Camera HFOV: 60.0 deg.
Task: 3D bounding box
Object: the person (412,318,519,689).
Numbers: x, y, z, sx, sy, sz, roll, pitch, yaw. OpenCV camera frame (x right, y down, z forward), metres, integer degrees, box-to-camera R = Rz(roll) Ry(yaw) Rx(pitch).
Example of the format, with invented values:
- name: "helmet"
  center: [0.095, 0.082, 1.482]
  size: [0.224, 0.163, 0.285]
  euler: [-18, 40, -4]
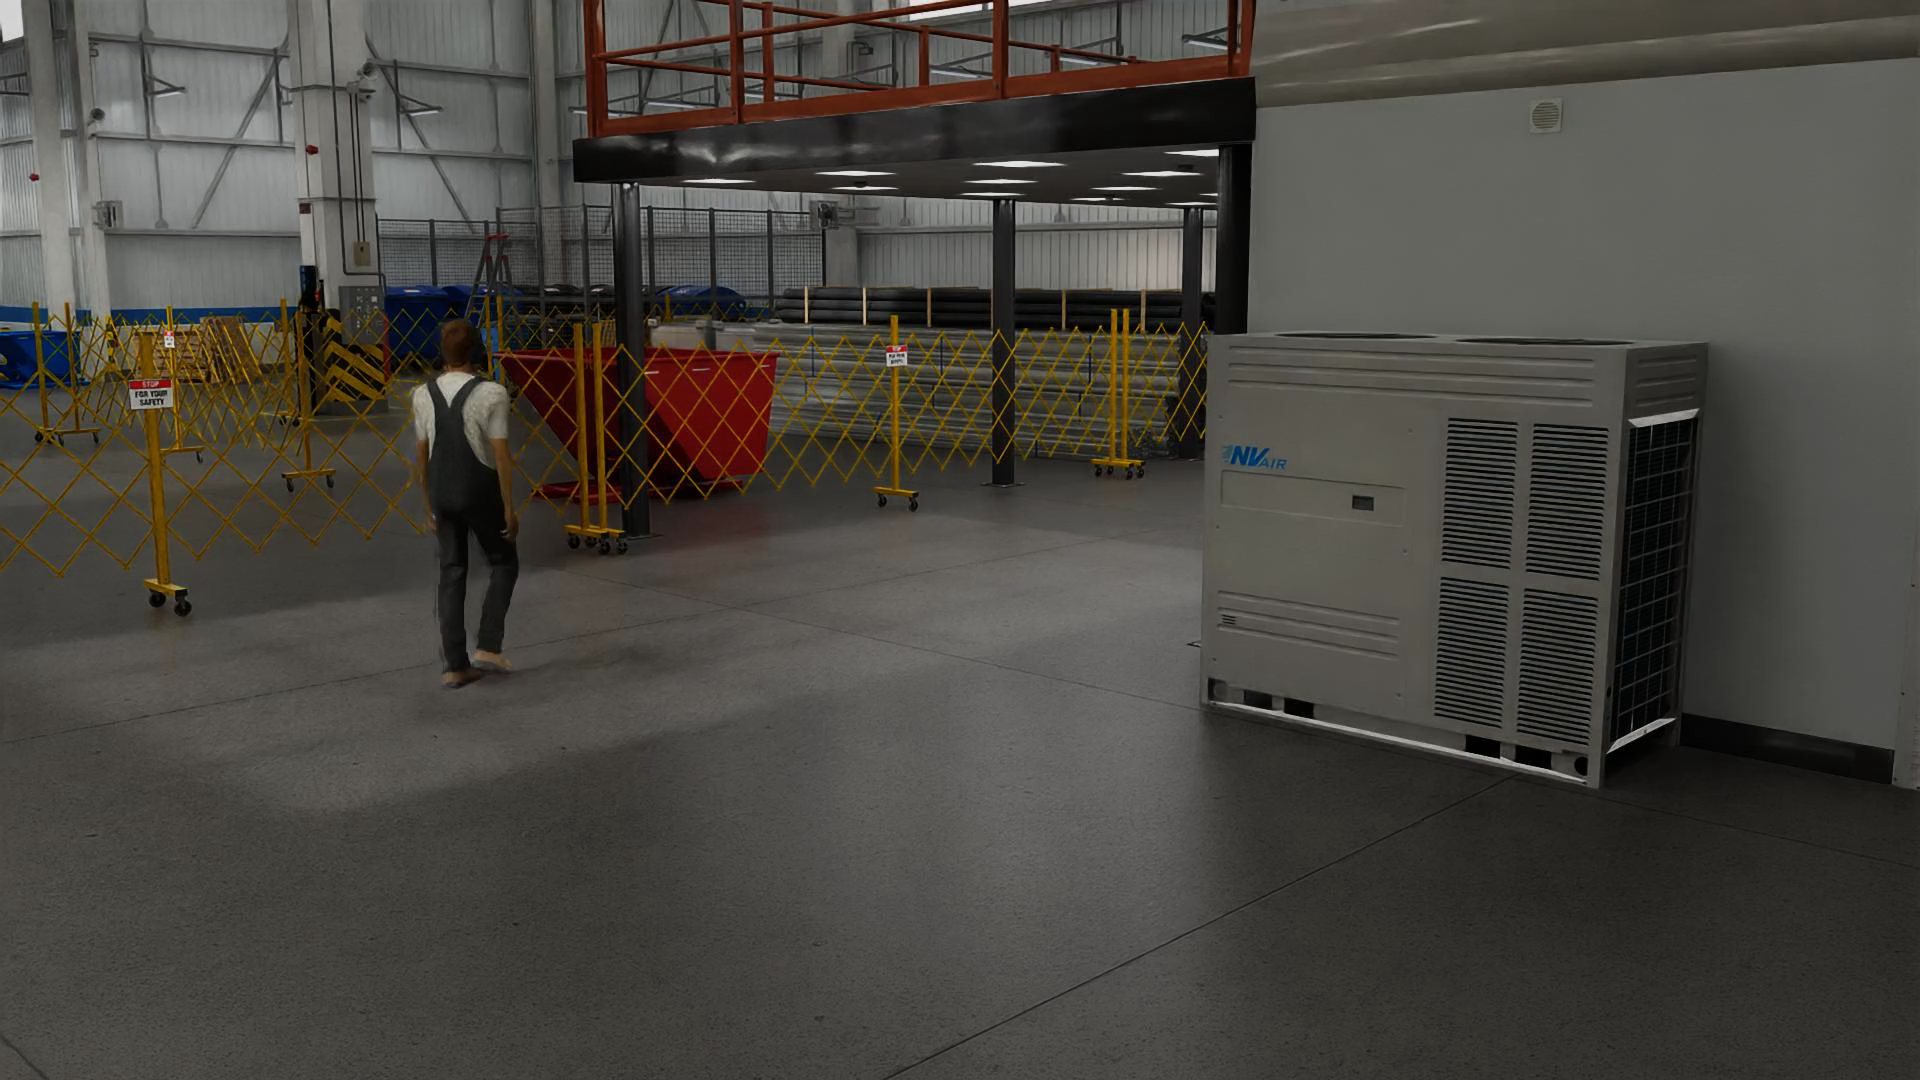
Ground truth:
- name: "person"
  center: [-2.423, -0.181, 8.272]
  size: [0.556, 1.825, 0.510]
  euler: [2, 9, 10]
